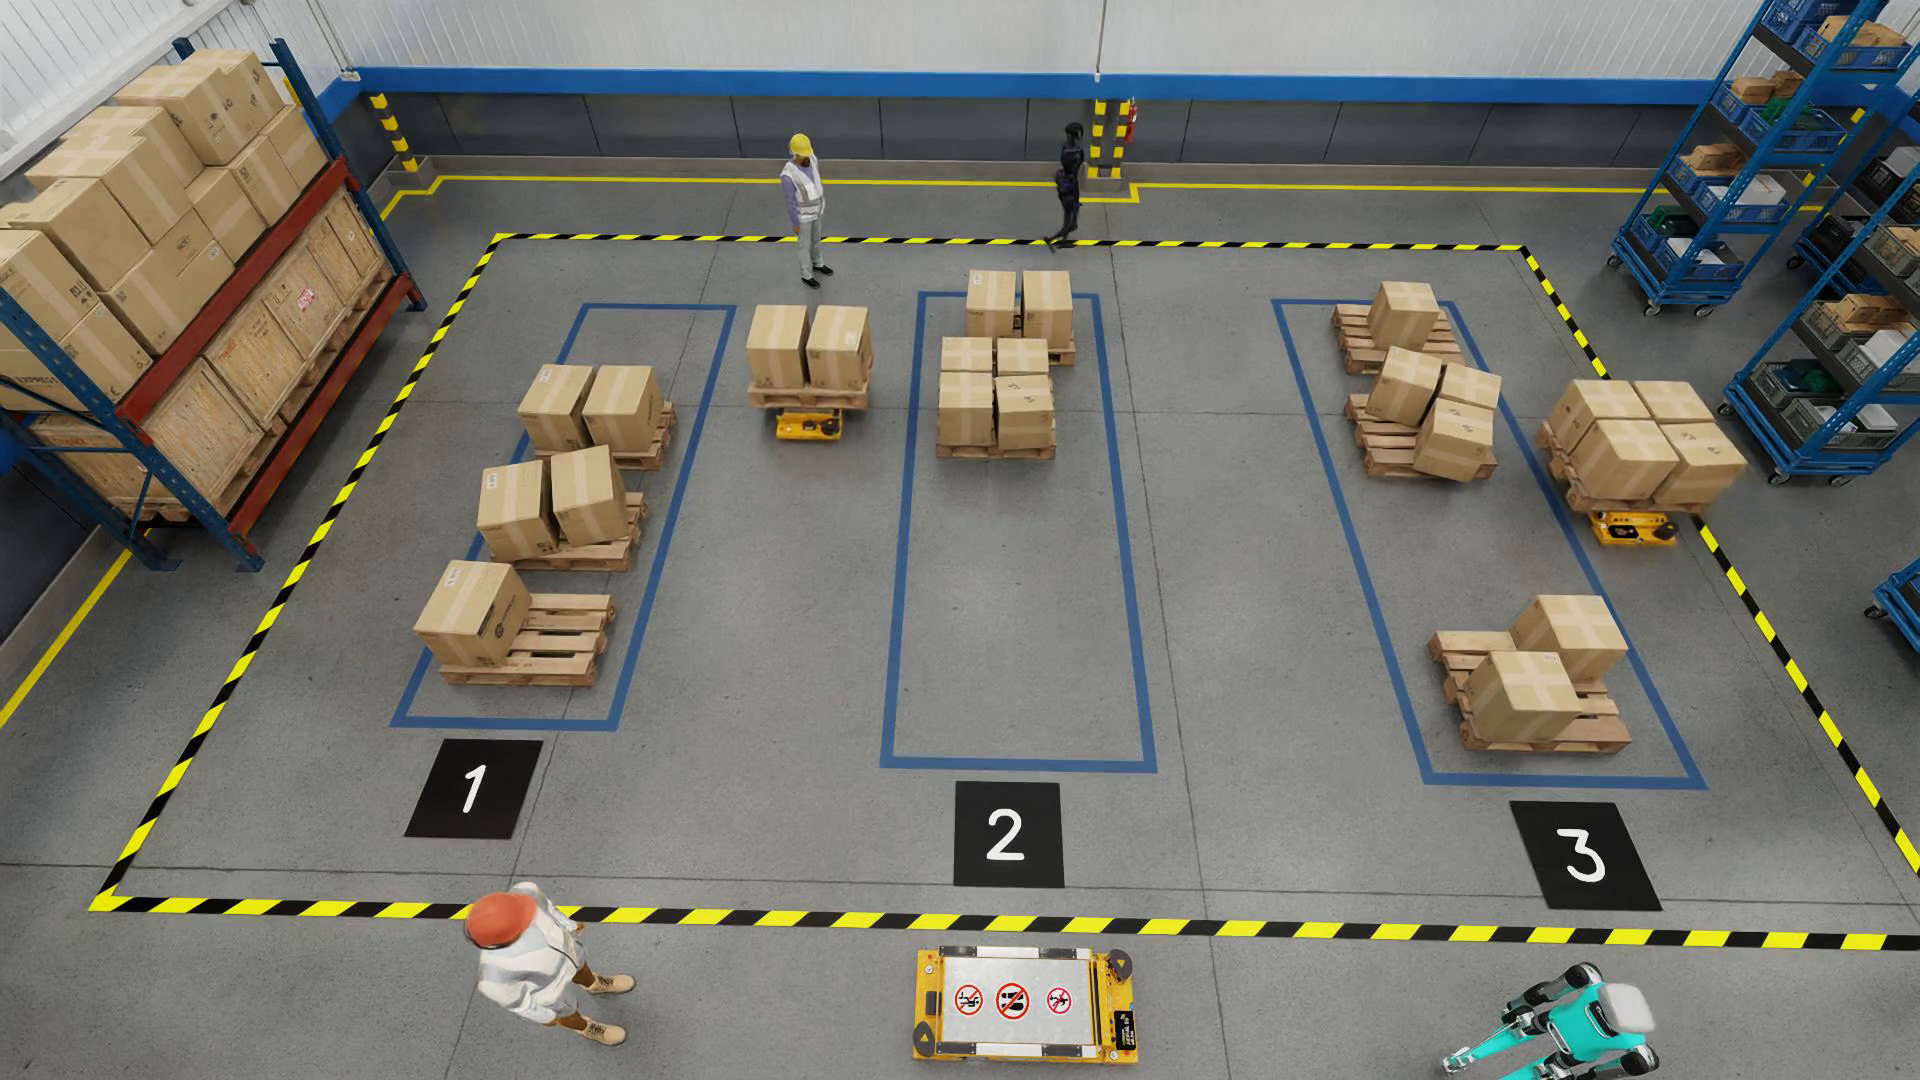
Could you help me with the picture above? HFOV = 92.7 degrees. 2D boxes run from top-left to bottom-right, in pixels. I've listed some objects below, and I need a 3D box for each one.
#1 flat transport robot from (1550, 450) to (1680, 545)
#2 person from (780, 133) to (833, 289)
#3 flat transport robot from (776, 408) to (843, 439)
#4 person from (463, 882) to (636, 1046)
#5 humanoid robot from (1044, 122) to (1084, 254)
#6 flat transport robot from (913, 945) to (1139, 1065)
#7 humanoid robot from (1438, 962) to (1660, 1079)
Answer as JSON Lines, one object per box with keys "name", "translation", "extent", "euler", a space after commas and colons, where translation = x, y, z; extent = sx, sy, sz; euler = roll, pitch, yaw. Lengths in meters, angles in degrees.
{"name": "flat transport robot", "translation": [6.326, -0.564, 8.927], "extent": [0.652, 0.197, 1.431], "euler": [1, 51, 1]}
{"name": "person", "translation": [-1.750, -3.796, 10.572], "extent": [0.404, 1.827, 0.599], "euler": [22, 54, 17]}
{"name": "flat transport robot", "translation": [-1.546, -1.642, 9.807], "extent": [0.652, 0.197, 1.431], "euler": [1, 51, 1]}
{"name": "person", "translation": [-2.347, 2.478, 5.323], "extent": [0.377, 2.043, 0.607], "euler": [-1, 51, -1]}
{"name": "humanoid robot", "translation": [1.251, -4.228, 11.025], "extent": [0.464, 1.649, 0.600], "euler": [-8, 51, -6]}
{"name": "flat transport robot", "translation": [0.422, 3.041, 6.007], "extent": [1.431, 0.231, 0.659], "euler": [1, 51, 1]}
{"name": "humanoid robot", "translation": [3.108, 2.873, 5.113], "extent": [0.735, 1.673, 0.533], "euler": [-12, 52, -10]}
